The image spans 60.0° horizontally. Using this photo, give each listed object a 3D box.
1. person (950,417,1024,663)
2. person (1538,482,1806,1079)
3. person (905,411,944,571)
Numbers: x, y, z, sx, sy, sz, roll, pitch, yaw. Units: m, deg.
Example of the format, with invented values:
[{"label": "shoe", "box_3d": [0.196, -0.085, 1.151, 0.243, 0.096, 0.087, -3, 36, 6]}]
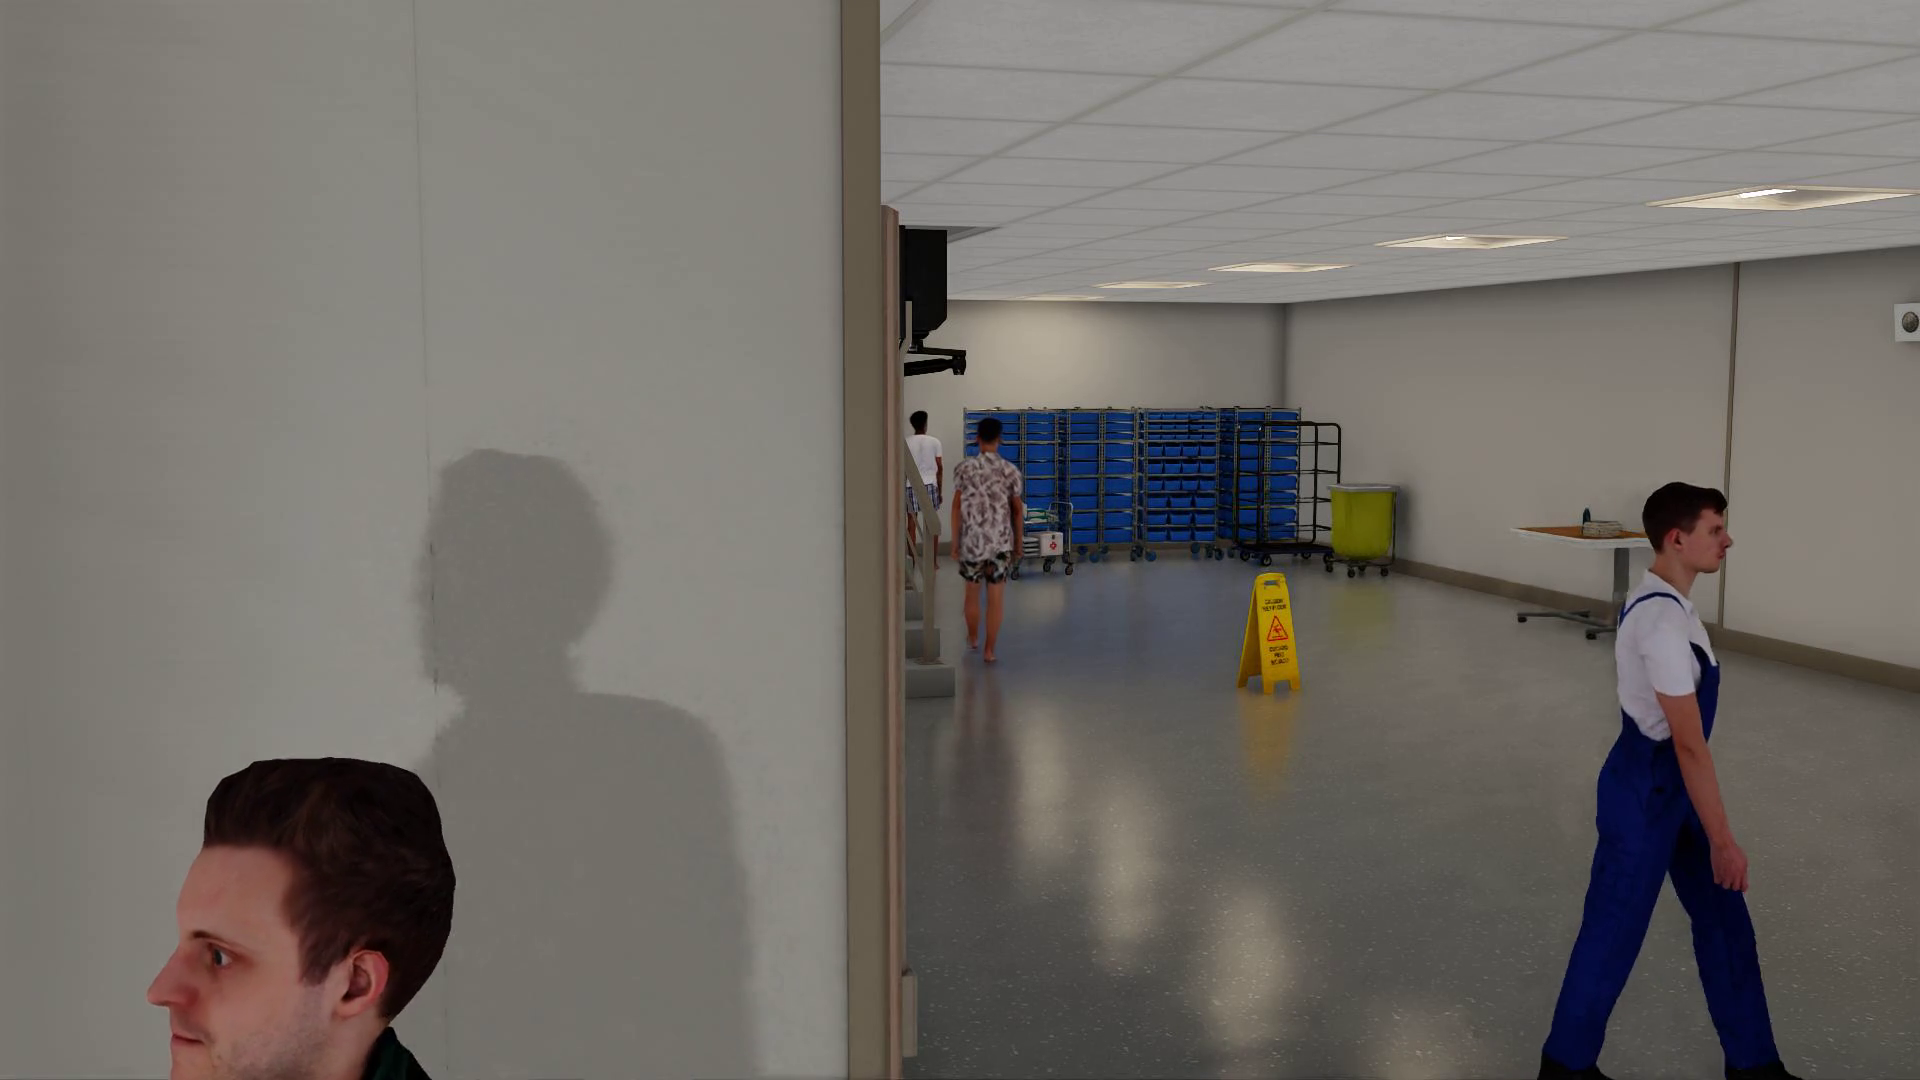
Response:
[{"label": "person", "box_3d": [0.194, 0.020, 12.239, 0.894, 1.787, 1.124, 0, 6, 2]}, {"label": "person", "box_3d": [1.876, 0.762, 4.718, 1.109, 1.817, 1.082, 3, 6, 26]}, {"label": "person", "box_3d": [-0.428, -0.545, 18.131, 0.678, 1.731, 0.617, 0, 6, -1]}]
